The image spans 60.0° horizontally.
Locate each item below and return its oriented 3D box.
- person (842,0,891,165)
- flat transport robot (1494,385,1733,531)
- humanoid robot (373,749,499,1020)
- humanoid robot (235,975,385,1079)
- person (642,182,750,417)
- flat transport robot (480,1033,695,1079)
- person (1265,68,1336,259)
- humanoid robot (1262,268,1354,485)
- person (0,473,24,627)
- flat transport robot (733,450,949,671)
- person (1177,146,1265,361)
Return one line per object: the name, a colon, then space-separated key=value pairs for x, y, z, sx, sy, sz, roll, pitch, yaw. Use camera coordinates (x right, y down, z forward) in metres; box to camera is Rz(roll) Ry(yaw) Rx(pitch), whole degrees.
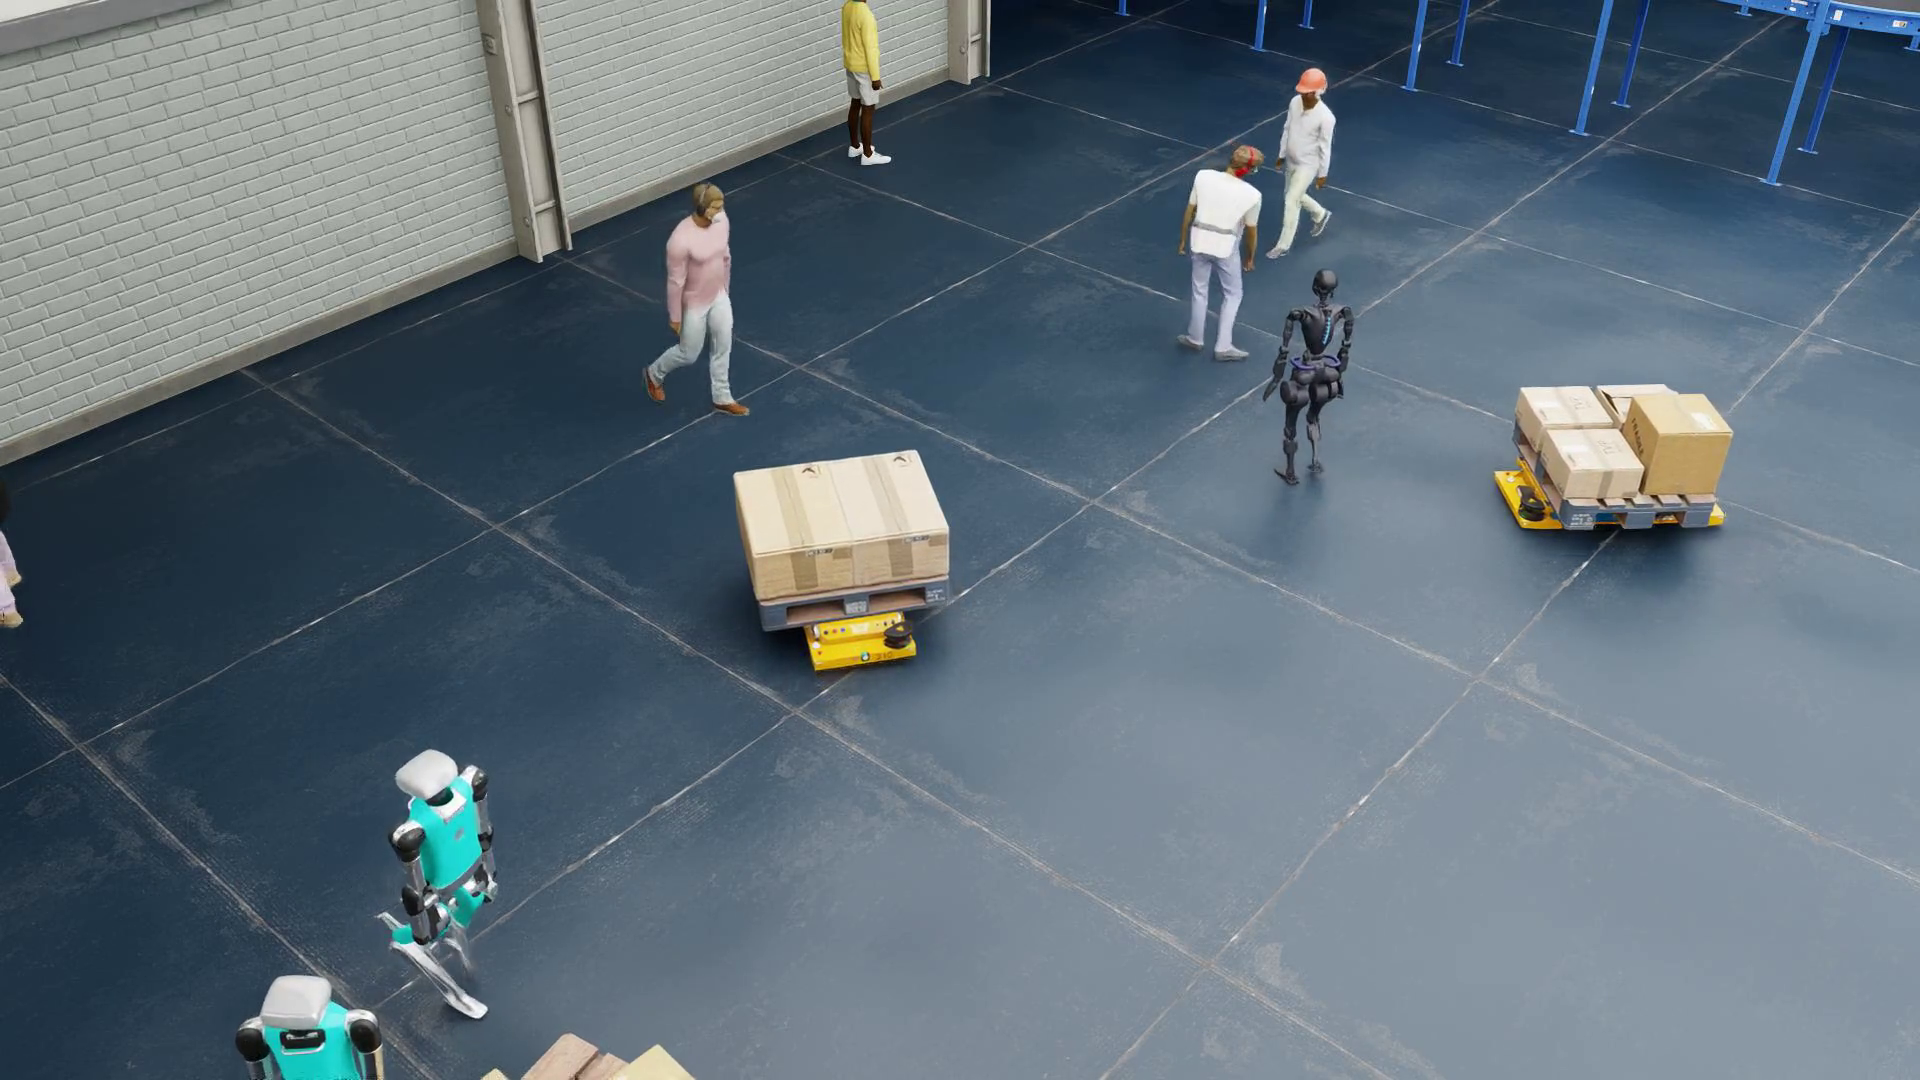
person: x=-0.968 y=-4.696 z=16.576 sx=0.364 sy=1.898 sz=0.559 roll=-19 pitch=40 yaw=-25
flat transport robot: x=4.624 y=-0.343 z=11.869 sx=1.431 sy=0.231 sz=0.659 roll=-1 pitch=35 yaw=-2
humanoid robot: x=-2.508 y=1.679 z=7.845 sx=0.716 sy=1.882 sz=0.530 roll=18 pitch=39 yaw=23
humanoid robot: x=-2.476 y=2.566 z=6.519 sx=0.543 sy=1.758 sz=0.828 roll=-4 pitch=36 yaw=-5
person: x=-2.027 y=-1.830 z=12.554 sx=0.786 sy=1.906 sz=0.650 roll=18 pitch=39 yaw=24
flat transport robot: x=-1.661 y=2.968 z=7.220 sx=1.431 sy=0.231 sz=0.659 roll=19 pitch=40 yaw=25
person: x=3.112 y=-3.410 z=14.917 sx=0.723 sy=1.723 sz=0.563 roll=-14 pitch=38 yaw=-19
humanoid robot: x=2.465 y=-1.136 z=11.772 sx=0.607 sy=1.648 sz=0.341 roll=-9 pitch=36 yaw=-13
person: x=-6.257 y=-0.299 z=10.472 sx=0.453 sy=1.817 sz=0.608 roll=-24 pitch=42 yaw=-30
flat transport robot: x=-0.765 y=0.312 z=10.950 sx=0.659 sy=0.231 sz=1.431 roll=-8 pitch=36 yaw=-11
person: x=2.060 y=-2.285 z=13.280 sx=0.669 sy=1.806 sz=0.387 roll=14 pitch=38 yaw=19
